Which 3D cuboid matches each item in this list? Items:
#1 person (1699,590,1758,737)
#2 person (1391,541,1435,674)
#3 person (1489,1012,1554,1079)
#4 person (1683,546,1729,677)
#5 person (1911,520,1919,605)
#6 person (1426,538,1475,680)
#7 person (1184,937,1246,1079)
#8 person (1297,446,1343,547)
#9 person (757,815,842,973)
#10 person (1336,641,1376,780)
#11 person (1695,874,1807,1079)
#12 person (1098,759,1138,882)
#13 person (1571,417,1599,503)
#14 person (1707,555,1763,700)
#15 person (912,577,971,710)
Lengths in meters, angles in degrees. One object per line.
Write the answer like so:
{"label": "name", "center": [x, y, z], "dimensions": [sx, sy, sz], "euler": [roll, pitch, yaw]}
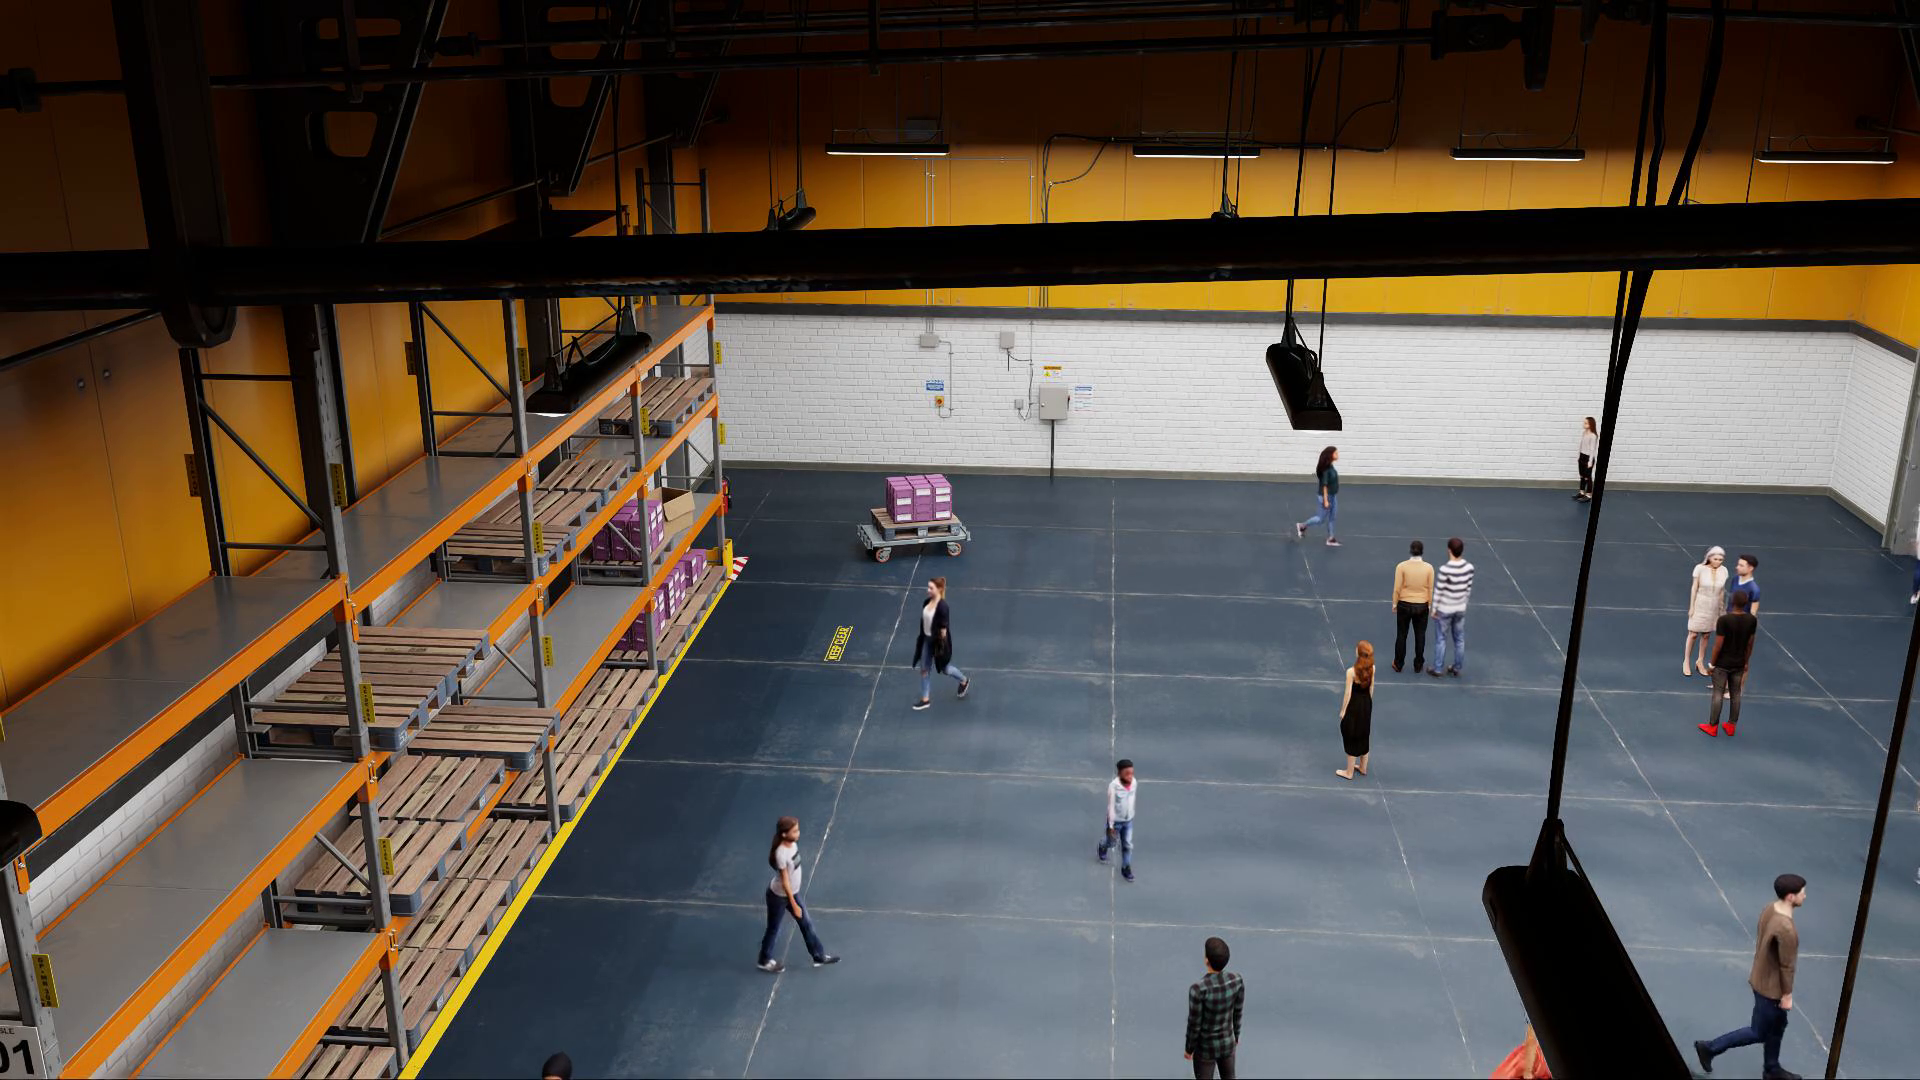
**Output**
{"label": "person", "center": [9.034, 1.436, 19.508], "dimensions": [0.674, 1.806, 0.590], "euler": [-2, 19, -5]}
{"label": "person", "center": [5.805, 0.851, 21.330], "dimensions": [0.658, 1.751, 0.586], "euler": [3, 19, 8]}
{"label": "person", "center": [4.372, 3.899, 12.273], "dimensions": [1.195, 1.755, 1.269], "euler": [-15, 24, -37]}
{"label": "person", "center": [9.505, 0.893, 21.227], "dimensions": [0.610, 1.737, 0.566], "euler": [0, 19, 1]}
{"label": "person", "center": [13.766, 0.082, 23.583], "dimensions": [0.780, 1.771, 0.717], "euler": [-14, 23, -37]}
{"label": "person", "center": [6.270, 0.866, 21.133], "dimensions": [0.716, 1.849, 0.658], "euler": [-5, 19, -13]}
{"label": "person", "center": [1.988, 3.851, 12.869], "dimensions": [0.745, 1.715, 0.696], "euler": [-7, 20, -20]}
{"label": "person", "center": [5.686, -0.682, 26.121], "dimensions": [0.885, 1.599, 0.975], "euler": [9, 21, 25]}
{"label": "person", "center": [-1.635, 3.165, 14.813], "dimensions": [0.741, 1.526, 0.958], "euler": [6, 19, 17]}
{"label": "person", "center": [4.428, 1.878, 18.480], "dimensions": [0.675, 1.625, 0.720], "euler": [-10, 21, -28]}
{"label": "person", "center": [6.367, 3.519, 13.233], "dimensions": [0.834, 1.863, 1.065], "euler": [5, 19, 14]}
{"label": "person", "center": [1.570, 2.735, 16.529], "dimensions": [0.665, 1.246, 0.856], "euler": [-7, 20, -19]}
{"label": "person", "center": [10.714, -1.390, 28.409], "dimensions": [0.650, 1.482, 0.510], "euler": [-5, 19, -13]}
{"label": "person", "center": [9.662, 1.047, 20.594], "dimensions": [0.731, 1.849, 0.585], "euler": [-3, 19, -10]}
{"label": "person", "center": [-0.219, 1.243, 20.310], "dimensions": [1.111, 1.660, 1.069], "euler": [-14, 23, -36]}
